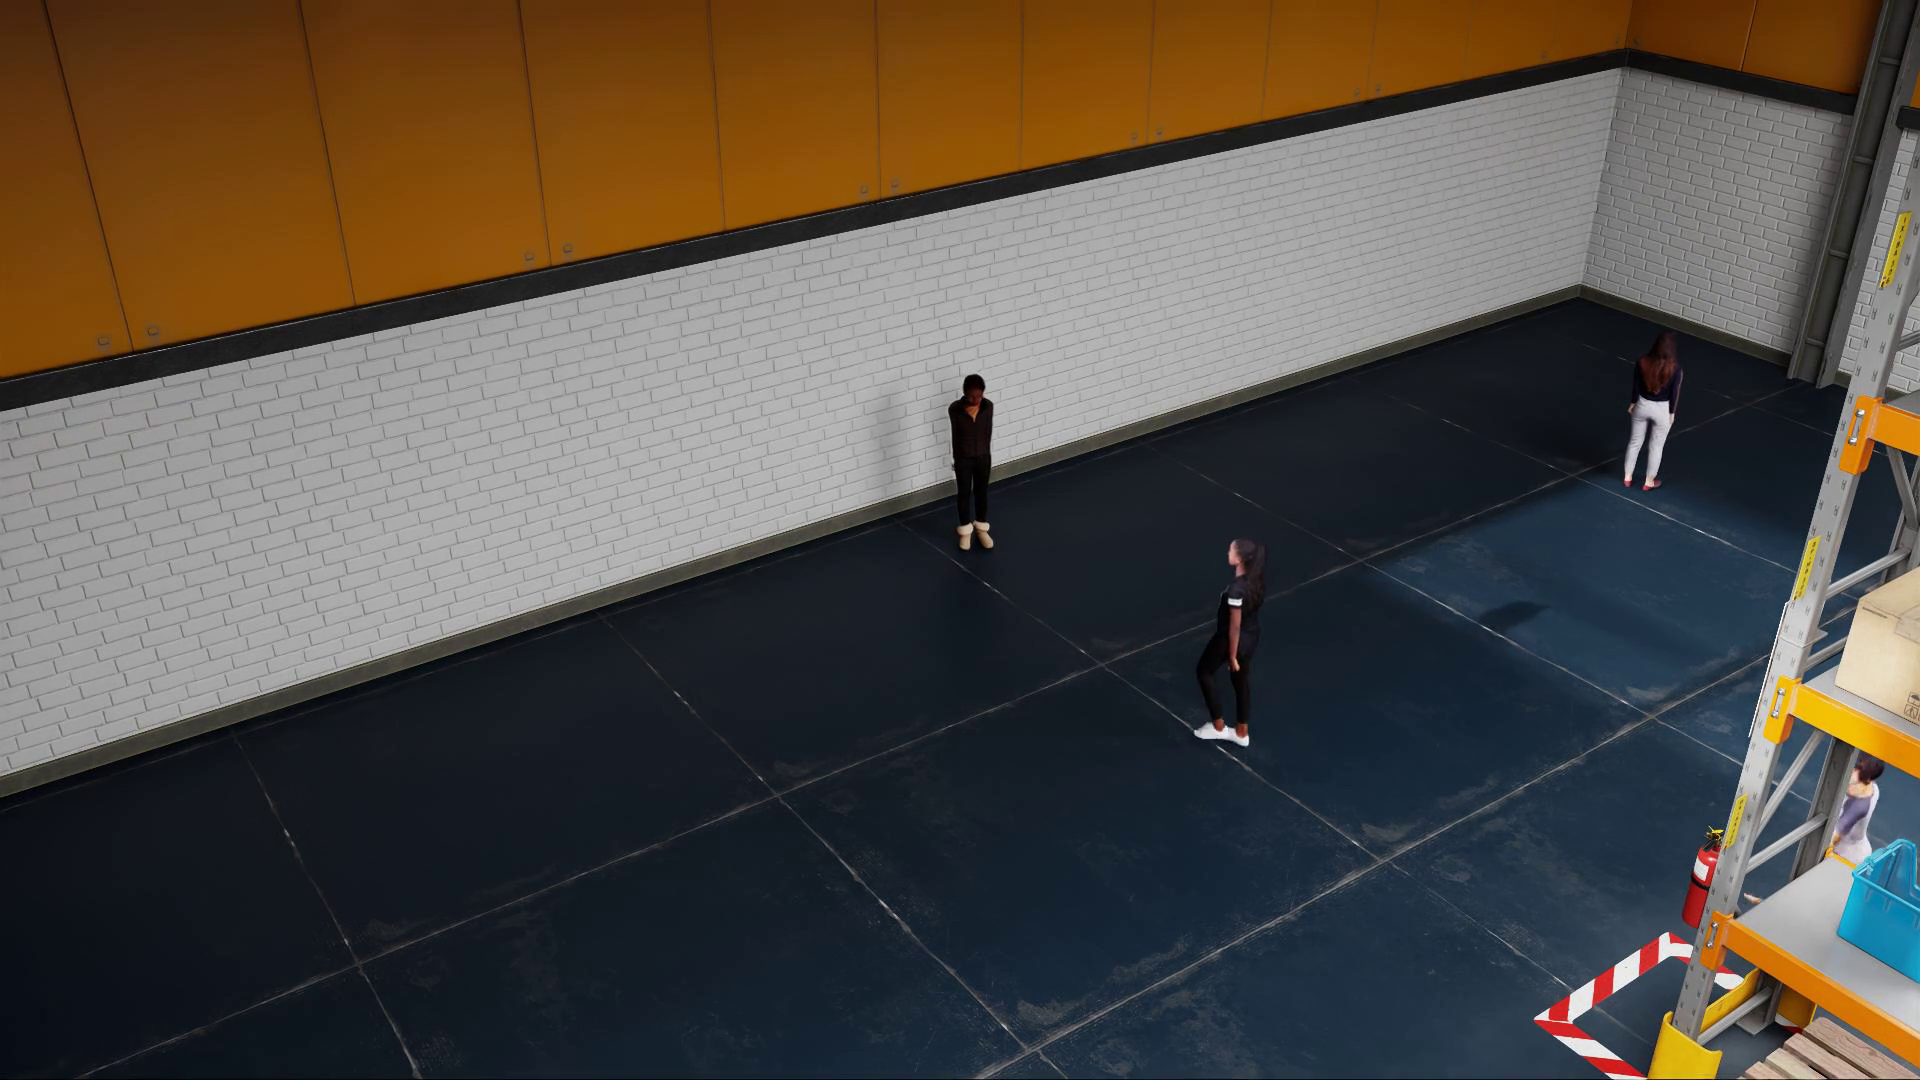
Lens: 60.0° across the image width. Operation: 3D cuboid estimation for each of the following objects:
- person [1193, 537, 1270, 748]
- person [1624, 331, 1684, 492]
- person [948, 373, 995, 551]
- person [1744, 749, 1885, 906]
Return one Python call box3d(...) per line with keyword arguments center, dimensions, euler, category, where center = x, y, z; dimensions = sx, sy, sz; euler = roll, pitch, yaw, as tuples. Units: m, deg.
box3d(center=(2.078, 0.766, 12.081), dimensions=(0.756, 1.715, 0.714), euler=(19, 34, 31), category="person")
box3d(center=(6.614, -1.236, 15.864), dimensions=(0.573, 1.608, 0.716), euler=(21, 35, 33), category="person")
box3d(center=(0.108, -0.741, 14.905), dimensions=(0.659, 1.657, 0.709), euler=(-10, 30, -17), category="person")
box3d(center=(5.446, 1.941, 10.126), dimensions=(1.007, 1.526, 0.822), euler=(17, 33, 28), category="person")
